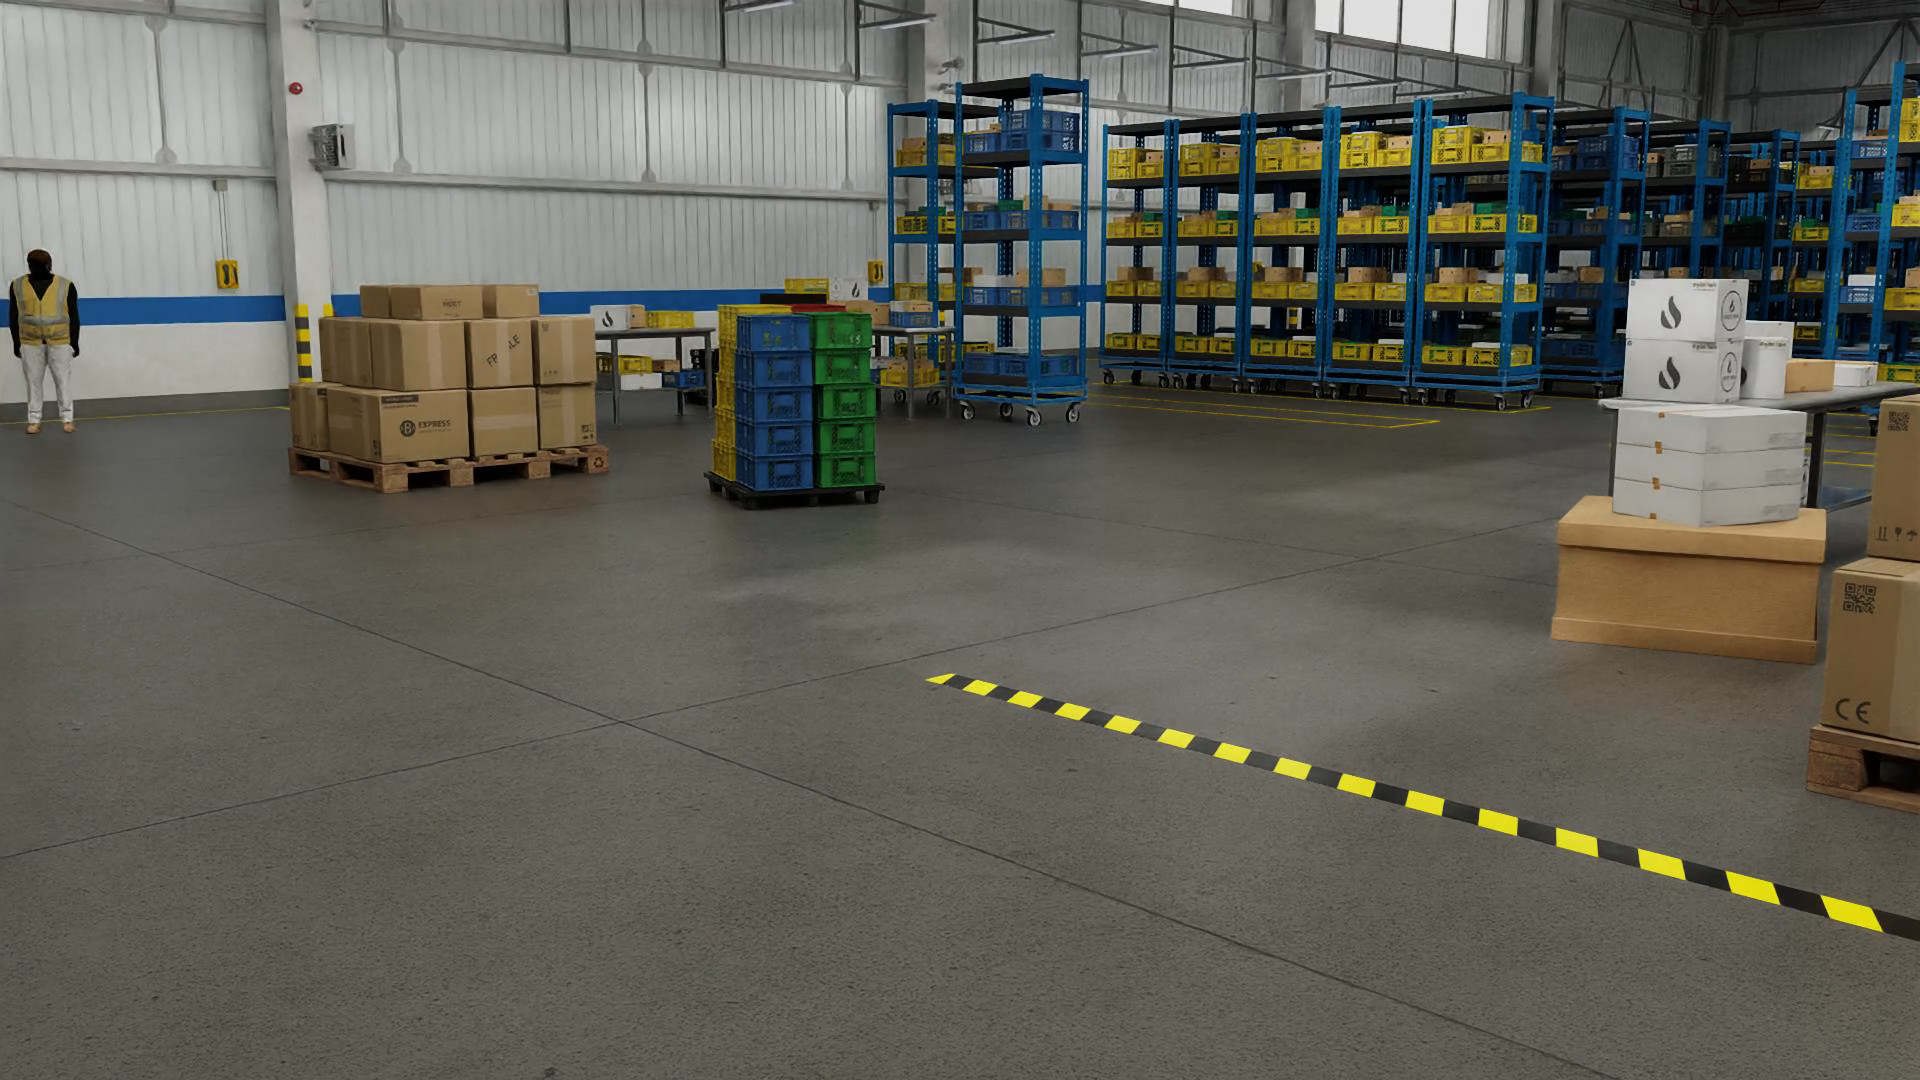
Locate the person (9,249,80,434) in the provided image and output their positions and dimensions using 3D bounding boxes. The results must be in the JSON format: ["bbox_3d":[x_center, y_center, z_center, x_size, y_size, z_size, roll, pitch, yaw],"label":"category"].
[{"bbox_3d":[-9.146,-1.976,16.635,0.619,1.838,0.430,-4,10,-22],"label":"person"}]
